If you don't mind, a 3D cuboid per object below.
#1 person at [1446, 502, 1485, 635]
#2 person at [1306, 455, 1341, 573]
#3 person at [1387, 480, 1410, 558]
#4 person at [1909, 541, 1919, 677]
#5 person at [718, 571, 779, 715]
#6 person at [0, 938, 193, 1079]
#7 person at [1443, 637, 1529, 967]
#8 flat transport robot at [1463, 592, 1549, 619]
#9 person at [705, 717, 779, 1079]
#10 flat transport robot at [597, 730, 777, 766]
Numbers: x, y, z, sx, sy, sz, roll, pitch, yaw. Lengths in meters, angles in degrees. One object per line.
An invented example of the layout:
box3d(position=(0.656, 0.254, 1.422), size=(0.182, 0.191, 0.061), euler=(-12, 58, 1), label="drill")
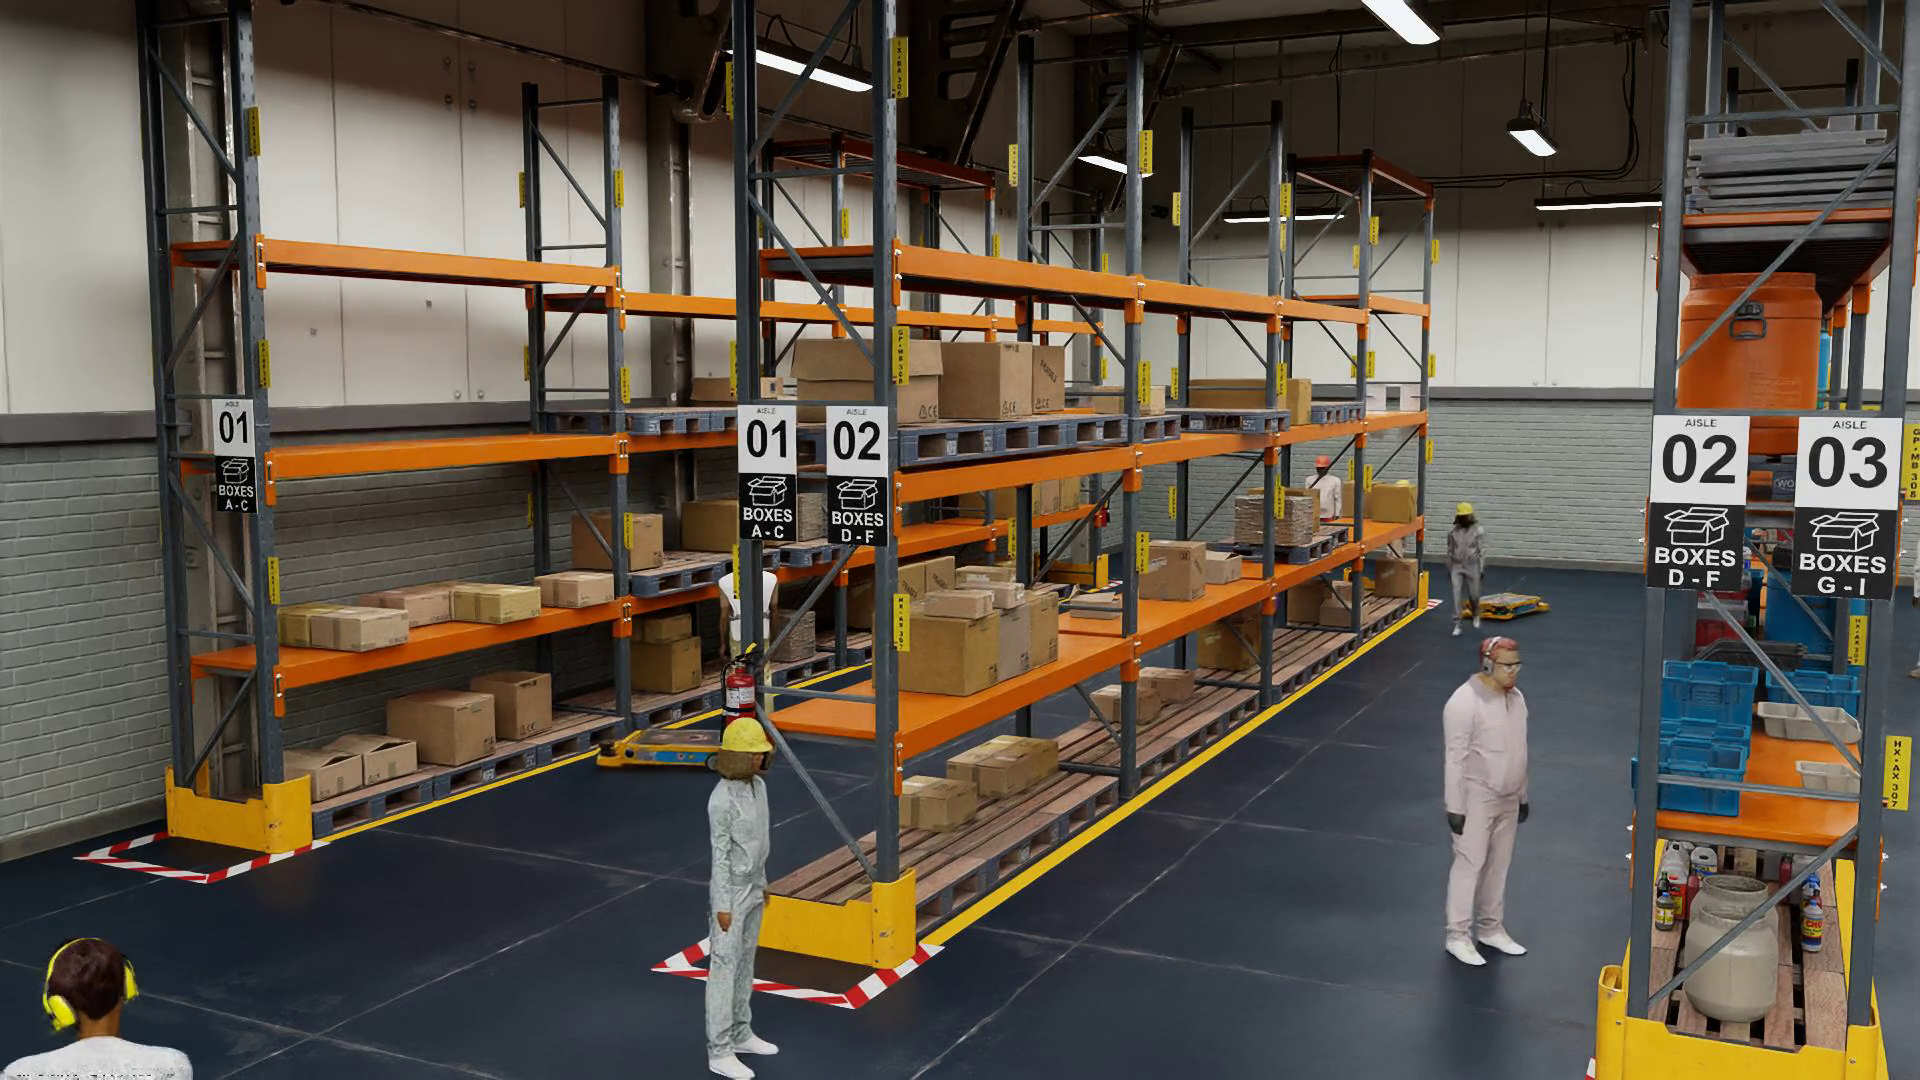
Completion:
box3d(position=(6.534, 0.362, 21.480), size=(0.496, 1.726, 0.489), euler=(3, 7, 27), label="person")
box3d(position=(6.077, -0.430, 27.915), size=(0.613, 1.991, 0.392), euler=(2, 6, 22), label="person")
box3d(position=(6.680, -0.041, 25.296), size=(0.374, 1.755, 0.537), euler=(-1, 6, -8), label="person")
box3d(position=(10.803, 0.608, 18.337), size=(0.353, 1.883, 0.578), euler=(-4, 7, -36), label="person")
box3d(position=(-1.949, 0.936, 15.369), size=(0.564, 1.836, 0.395), euler=(-2, 6, -19), label="person")
box3d(position=(-2.393, 2.037, 4.630), size=(0.574, 1.843, 0.639), euler=(-2, 6, -19), label="person")
box3d(position=(3.073, 1.497, 9.628), size=(0.653, 1.899, 0.397), euler=(-4, 7, -36), label="person")
box3d(position=(7.571, 0.911, 23.139), size=(0.652, 0.197, 1.431), euler=(6, 8, 43), label="flat transport robot")
box3d(position=(-1.055, 1.725, 8.146), size=(0.314, 1.744, 0.487), euler=(2, 6, 18), label="person")
box3d(position=(-2.358, 1.806, 14.437), size=(1.431, 0.197, 0.652), euler=(1, 6, 7), label="flat transport robot")
